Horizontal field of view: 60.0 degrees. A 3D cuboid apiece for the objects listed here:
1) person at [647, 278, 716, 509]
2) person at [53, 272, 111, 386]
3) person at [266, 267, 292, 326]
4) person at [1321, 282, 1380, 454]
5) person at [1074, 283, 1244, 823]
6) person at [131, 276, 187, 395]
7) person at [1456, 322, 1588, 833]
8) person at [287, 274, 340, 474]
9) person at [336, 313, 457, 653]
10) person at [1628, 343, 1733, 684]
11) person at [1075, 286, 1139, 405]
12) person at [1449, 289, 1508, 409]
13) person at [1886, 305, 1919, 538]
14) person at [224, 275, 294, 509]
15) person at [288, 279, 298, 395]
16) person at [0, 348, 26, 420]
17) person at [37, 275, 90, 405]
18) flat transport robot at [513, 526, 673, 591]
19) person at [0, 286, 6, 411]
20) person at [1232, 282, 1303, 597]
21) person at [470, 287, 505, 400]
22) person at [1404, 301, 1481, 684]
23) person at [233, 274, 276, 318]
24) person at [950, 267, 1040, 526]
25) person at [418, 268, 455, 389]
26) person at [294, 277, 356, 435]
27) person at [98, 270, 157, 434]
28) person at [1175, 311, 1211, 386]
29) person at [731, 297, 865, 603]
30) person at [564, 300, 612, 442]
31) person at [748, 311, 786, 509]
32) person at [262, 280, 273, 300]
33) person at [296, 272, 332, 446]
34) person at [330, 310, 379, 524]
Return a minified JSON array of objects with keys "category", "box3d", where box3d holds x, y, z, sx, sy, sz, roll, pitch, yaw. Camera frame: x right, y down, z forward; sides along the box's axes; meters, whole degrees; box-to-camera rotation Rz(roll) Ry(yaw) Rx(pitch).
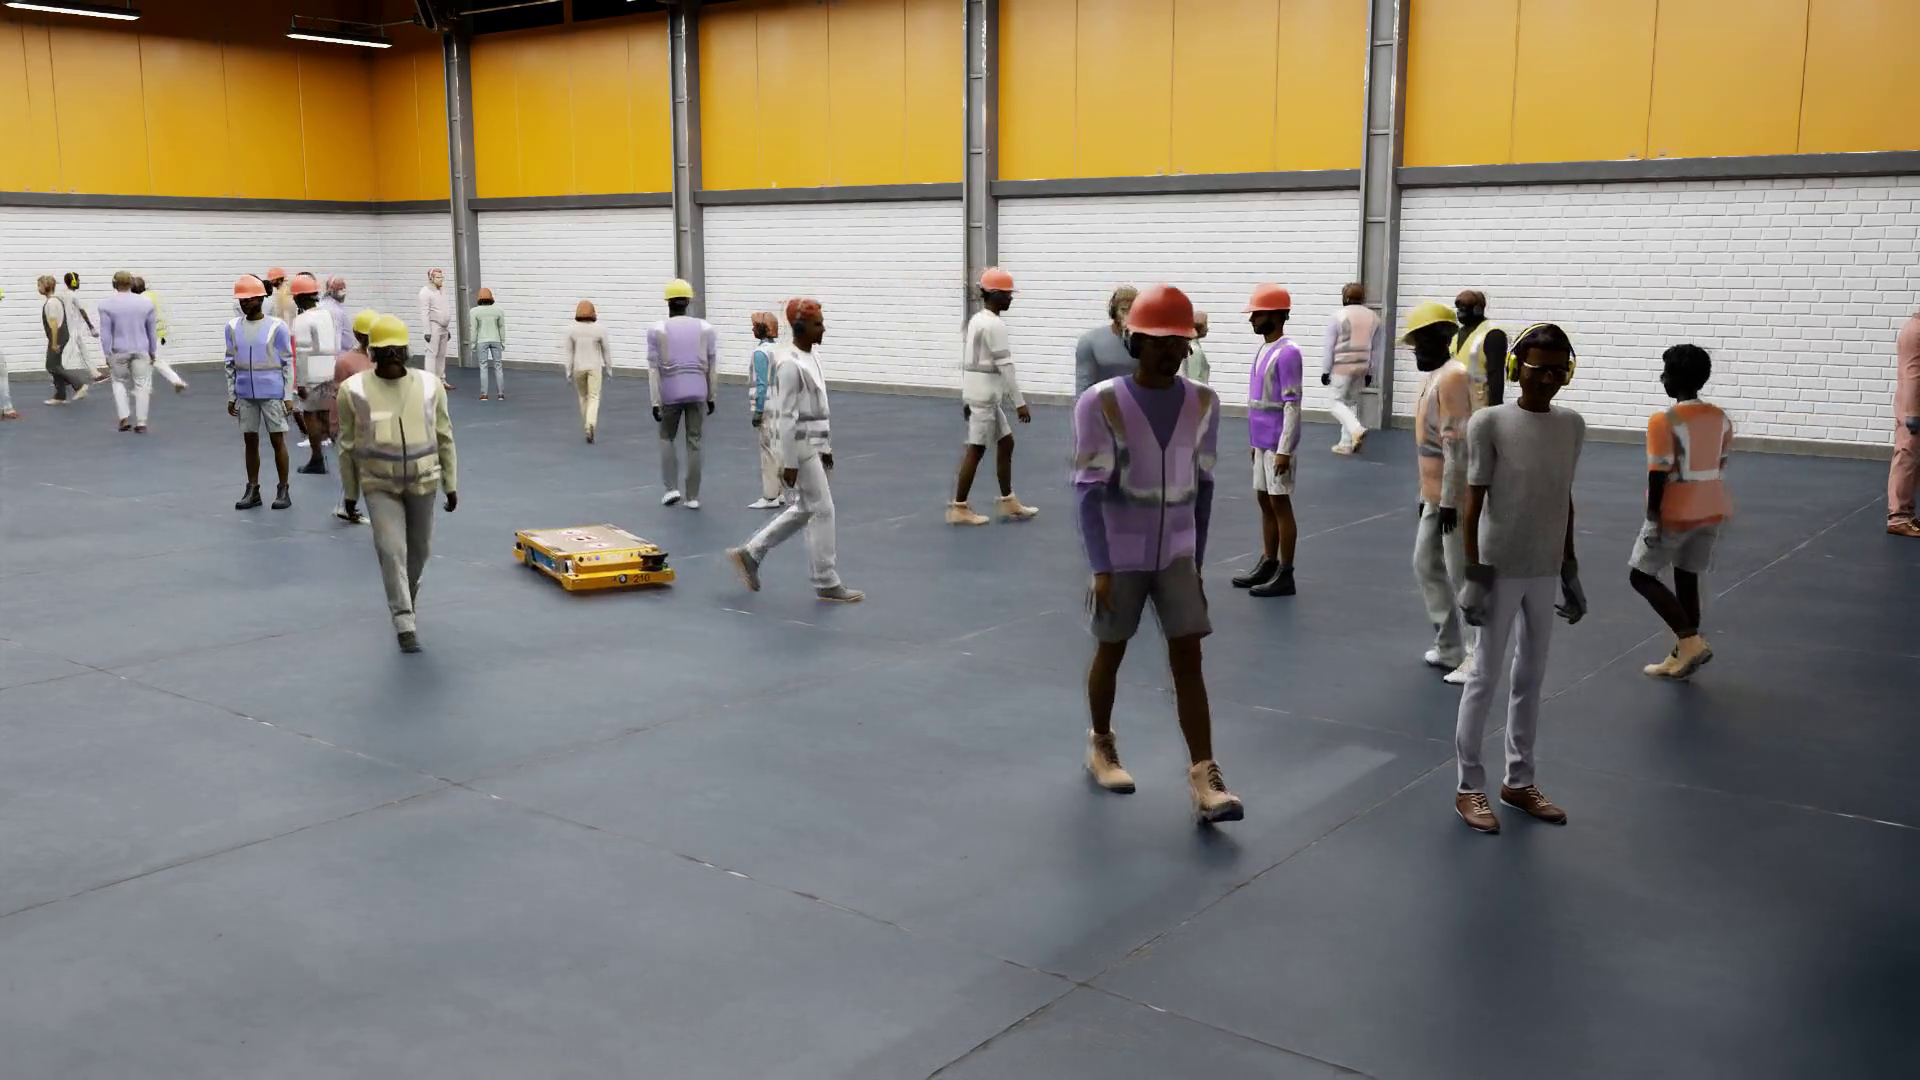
[{"category":"person","box3d":[-2.318,-1.210,13.840,0.588,1.911,0.558,-3,10,-19]},{"category":"person","box3d":[-14.293,-3.408,26.919,0.502,1.812,0.994,8,13,39]},{"category":"person","box3d":[-10.809,-3.444,26.836,0.664,1.916,0.564,-6,11,-30]},{"category":"person","box3d":[4.096,-1.776,17.377,0.636,1.820,0.632,-5,11,-25]},{"category":"person","box3d":[0.721,0.056,6.207,0.626,1.991,1.024,-3,10,-16]},{"category":"person","box3d":[-12.038,-3.052,24.897,0.760,1.802,0.640,-4,10,-20]},{"category":"person","box3d":[2.075,0.137,6.124,0.517,1.865,0.328,-3,10,-18]},{"category":"person","box3d":[-6.122,-1.579,15.949,0.569,1.918,0.566,3,10,15]},{"category":"person","box3d":[-3.064,-0.337,9.066,0.597,1.801,0.848,-6,11,-29]},{"category":"person","box3d":[3.519,-0.111,8.092,0.548,1.682,0.397,-5,11,-27]},{"category":"person","box3d":[1.075,-0.718,11.021,0.636,1.891,0.973,0,10,-2]},{"category":"person","box3d":[4.128,-1.105,13.458,0.452,1.827,0.657,-3,10,-18]},{"category":"person","box3d":[7.242,-0.976,12.497,0.403,1.904,0.637,8,13,40]},{"category":"person","box3d":[-5.798,-1.210,13.752,0.550,1.935,0.375,0,10,1]},{"category":"person","box3d":[-9.932,-3.061,25.030,0.330,1.765,0.533,-6,12,-32]},{"category":"person","box3d":[-12.356,-2.402,20.864,0.643,1.906,0.990,5,11,26]},{"category":"person","box3d":[-12.571,-2.782,23.238,0.505,1.830,0.517,-4,10,-20]},{"category":"flat transport robot","box3d":[-2.452,0.095,11.000,0.652,0.197,1.431,-5,11,-29]},{"category":"person","box3d":[-12.999,-2.564,22.270,0.477,1.706,0.550,-3,10,-19]},{"category":"person","box3d":[1.910,-0.615,10.286,0.379,1.937,0.548,-1,10,-8]},{"category":"person","box3d":[-6.838,-2.837,24.107,0.498,1.633,0.284,-5,11,-27]},{"category":"person","box3d":[2.442,-0.231,8.232,0.492,1.878,0.642,1,10,4]},{"category":"person","box3d":[-8.701,-2.351,20.587,0.520,1.873,0.335,-5,11,-27]},{"category":"person","box3d":[0.315,-1.098,12.904,0.887,2.004,0.619,-1,10,-9]},{"category":"person","box3d":[-8.102,-3.257,25.789,0.402,1.900,0.642,2,10,12]},{"category":"person","box3d":[-7.275,-2.112,19.227,0.796,1.858,0.666,-5,11,-28]},{"category":"person","box3d":[-9.776,-2.210,19.590,0.625,1.923,0.503,-7,12,-36]},{"category":"person","box3d":[1.973,-1.130,14.186,0.378,1.630,0.531,-1,10,-3]},{"category":"person","box3d":[-0.999,-0.543,10.101,0.785,1.860,0.584,1,10,4]},{"category":"person","box3d":[-4.219,-1.919,18.852,0.508,1.603,0.768,-1,10,-3]},{"category":"person","box3d":[-1.601,-1.080,13.860,0.309,1.641,0.514,2,10,9]},{"category":"person","box3d":[-11.441,-3.438,27.446,0.319,1.693,0.541,-9,14,-44]},{"category":"person","box3d":[-7.141,-1.995,18.371,0.391,1.920,0.593,-1,10,-5]},{"category":"person","box3d":[-4.519,-0.898,12.642,0.985,1.694,0.564,6,11,32]}]
